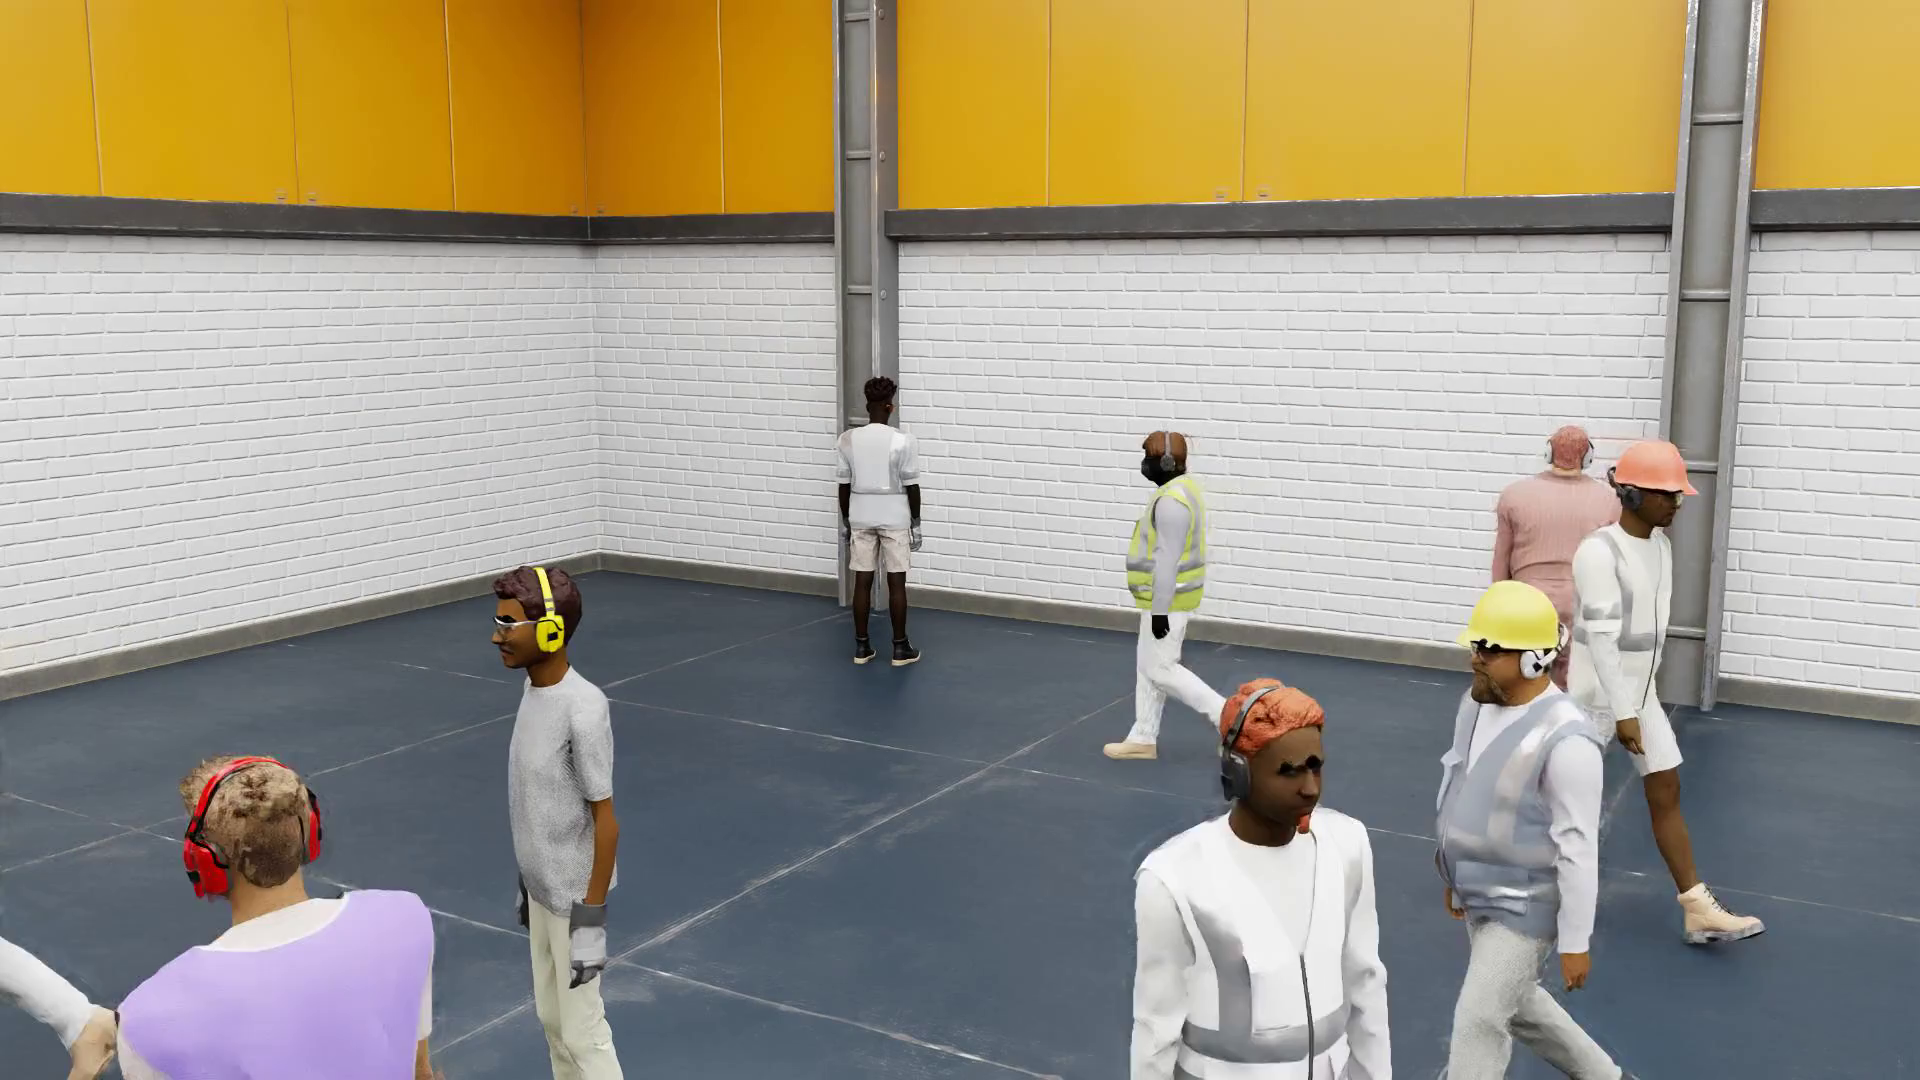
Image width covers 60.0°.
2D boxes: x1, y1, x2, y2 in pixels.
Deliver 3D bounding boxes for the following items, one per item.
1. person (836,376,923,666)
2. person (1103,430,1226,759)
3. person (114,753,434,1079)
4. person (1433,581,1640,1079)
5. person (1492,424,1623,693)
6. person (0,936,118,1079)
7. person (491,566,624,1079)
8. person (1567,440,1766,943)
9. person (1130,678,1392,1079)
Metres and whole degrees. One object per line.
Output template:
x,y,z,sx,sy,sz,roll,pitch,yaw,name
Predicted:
-0.534,-0.126,11.248,0.603,1.964,0.367,3,10,17,person
1.167,0.319,8.909,0.718,1.825,0.636,1,9,9,person
-1.117,1.279,2.922,0.568,1.822,0.749,-9,12,-43,person
1.644,0.995,4.759,0.822,1.810,0.606,-1,9,-9,person
3.096,0.335,8.655,0.646,1.876,0.848,3,10,17,person
-3.090,0.941,5.071,0.825,1.811,0.614,-2,9,-14,person
-1.112,0.988,4.591,0.311,1.869,0.532,-6,11,-33,person
2.689,0.612,6.542,0.620,1.992,1.028,-7,11,-36,person
0.598,1.175,3.504,0.589,1.849,0.941,-5,11,-30,person
